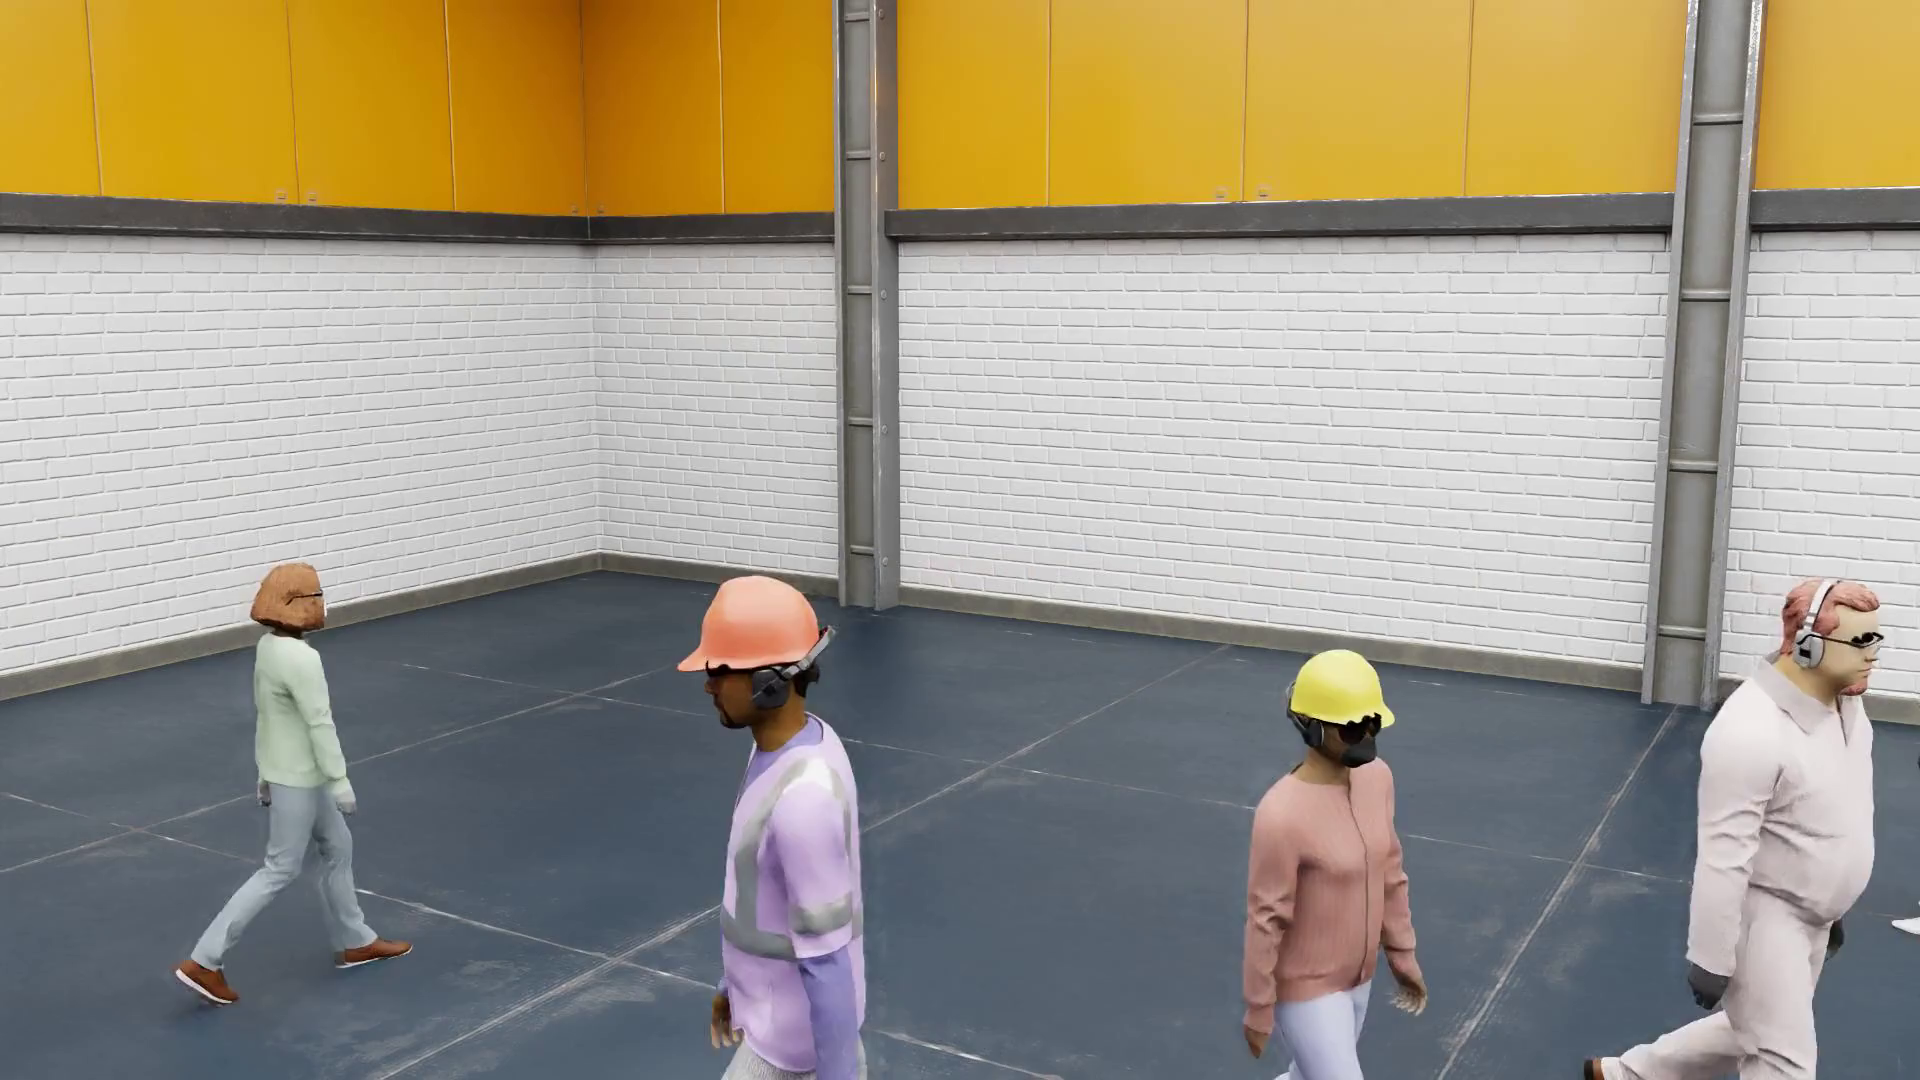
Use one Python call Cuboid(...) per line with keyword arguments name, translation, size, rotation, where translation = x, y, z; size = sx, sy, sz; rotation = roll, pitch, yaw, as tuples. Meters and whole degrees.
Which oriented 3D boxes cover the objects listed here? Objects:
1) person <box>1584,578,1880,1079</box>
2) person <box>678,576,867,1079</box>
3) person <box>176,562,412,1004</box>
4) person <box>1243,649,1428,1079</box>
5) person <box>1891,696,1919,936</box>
Cuboid(name="person", translation=(2.107, 0.997, 4.514), size=(0.652, 1.880, 0.780), rotation=(-9, 13, -43))
Cuboid(name="person", translation=(-0.329, 1.057, 3.795), size=(1.061, 2.002, 0.600), rotation=(-1, 9, -3))
Cuboid(name="person", translation=(-2.494, 0.876, 6.120), size=(0.815, 1.602, 0.494), rotation=(-6, 11, -32))
Cuboid(name="person", translation=(0.896, 1.106, 4.278), size=(0.829, 1.733, 0.521), rotation=(8, 12, 42))
Cuboid(name="person", translation=(3.988, 0.779, 6.620), size=(0.512, 1.637, 0.307), rotation=(-8, 12, -41))
